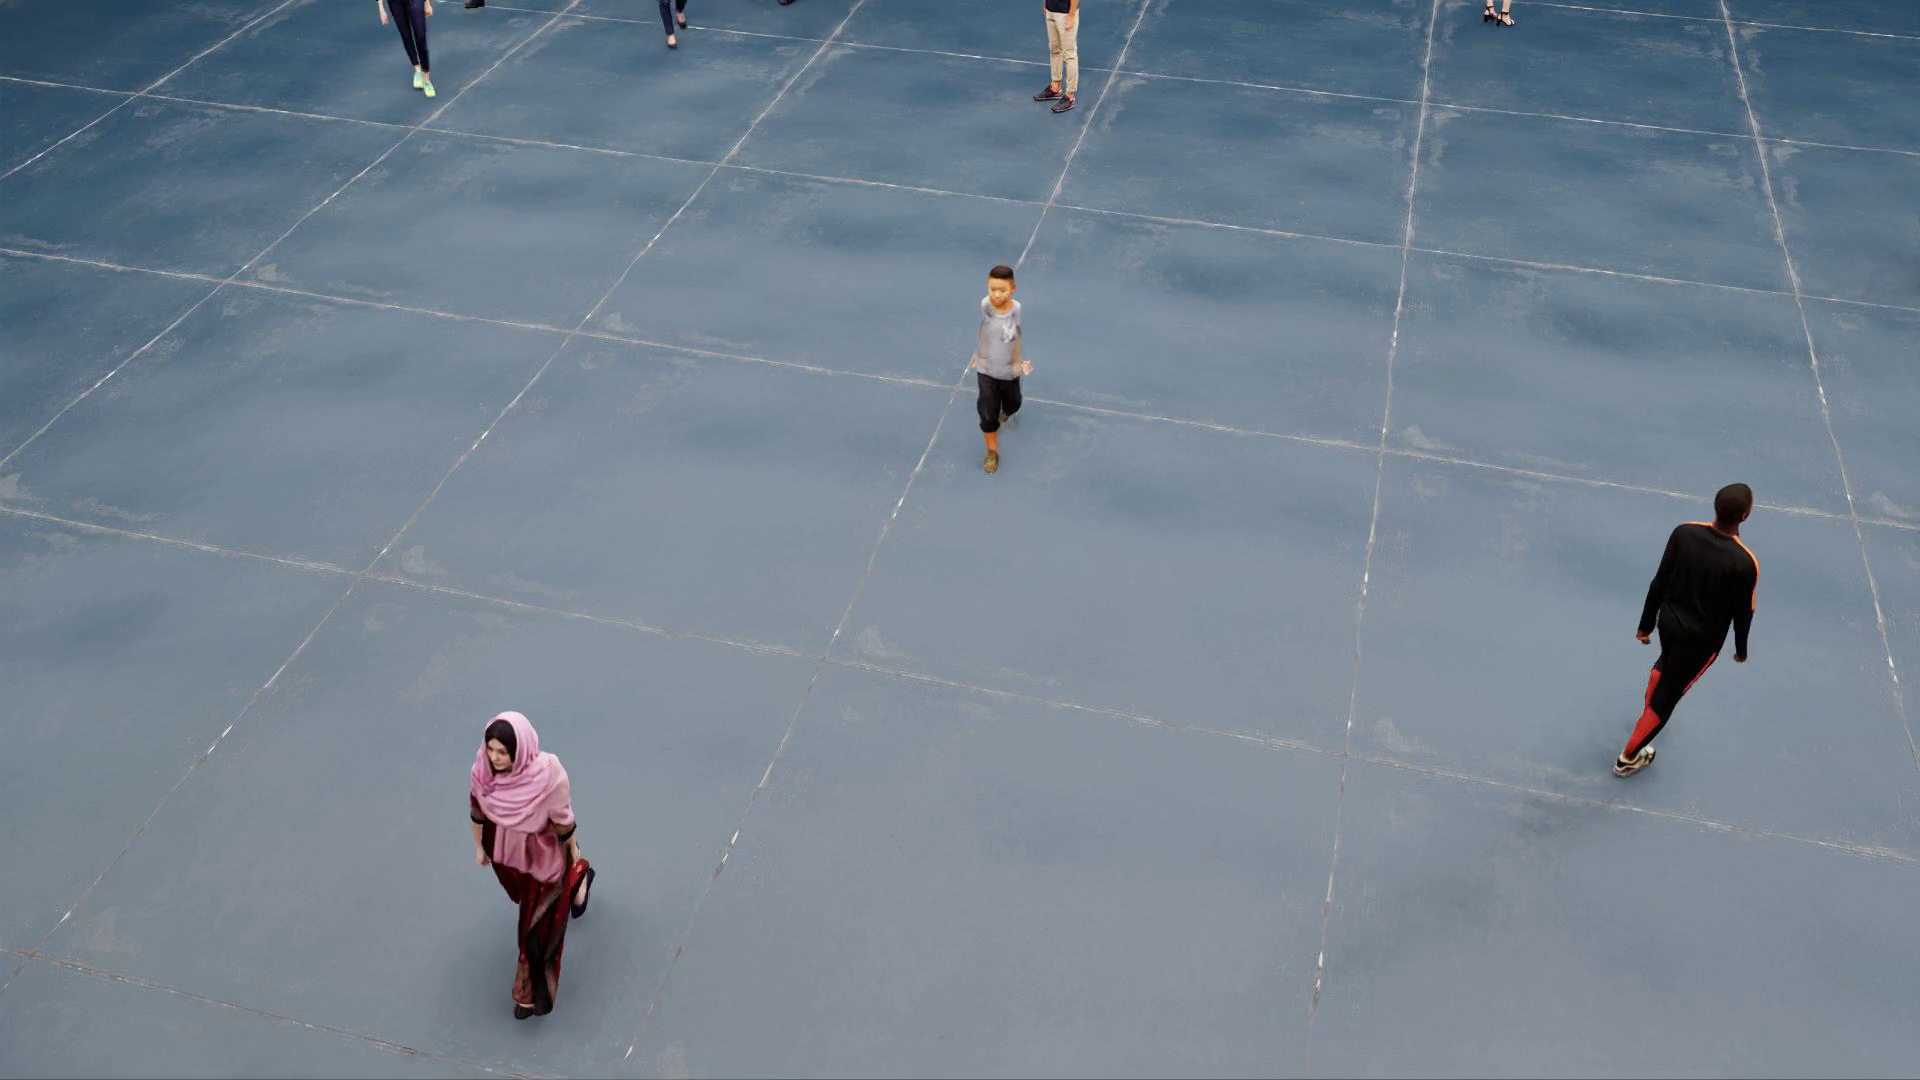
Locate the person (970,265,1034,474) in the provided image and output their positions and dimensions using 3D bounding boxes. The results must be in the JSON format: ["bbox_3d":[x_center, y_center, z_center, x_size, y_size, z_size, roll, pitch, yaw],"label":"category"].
[{"bbox_3d":[0.266,-1.220,10.949,0.656,1.439,0.967,4,38,6],"label":"person"}]

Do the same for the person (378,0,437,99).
[{"bbox_3d":[-5.238,-5.100,15.711,0.838,1.682,0.971,-8,39,-10],"label":"person"}]

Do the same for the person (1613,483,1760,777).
[{"bbox_3d":[3.644,0.509,8.460,0.985,1.782,0.914,-21,43,-25],"label":"person"}]

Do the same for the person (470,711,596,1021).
[{"bbox_3d":[-1.923,1.348,7.531,0.673,1.605,1.045,12,40,15],"label":"person"}]

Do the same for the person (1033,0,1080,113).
[{"bbox_3d":[0.946,-4.896,15.313,0.763,1.850,0.696,-18,42,-22],"label":"person"}]
